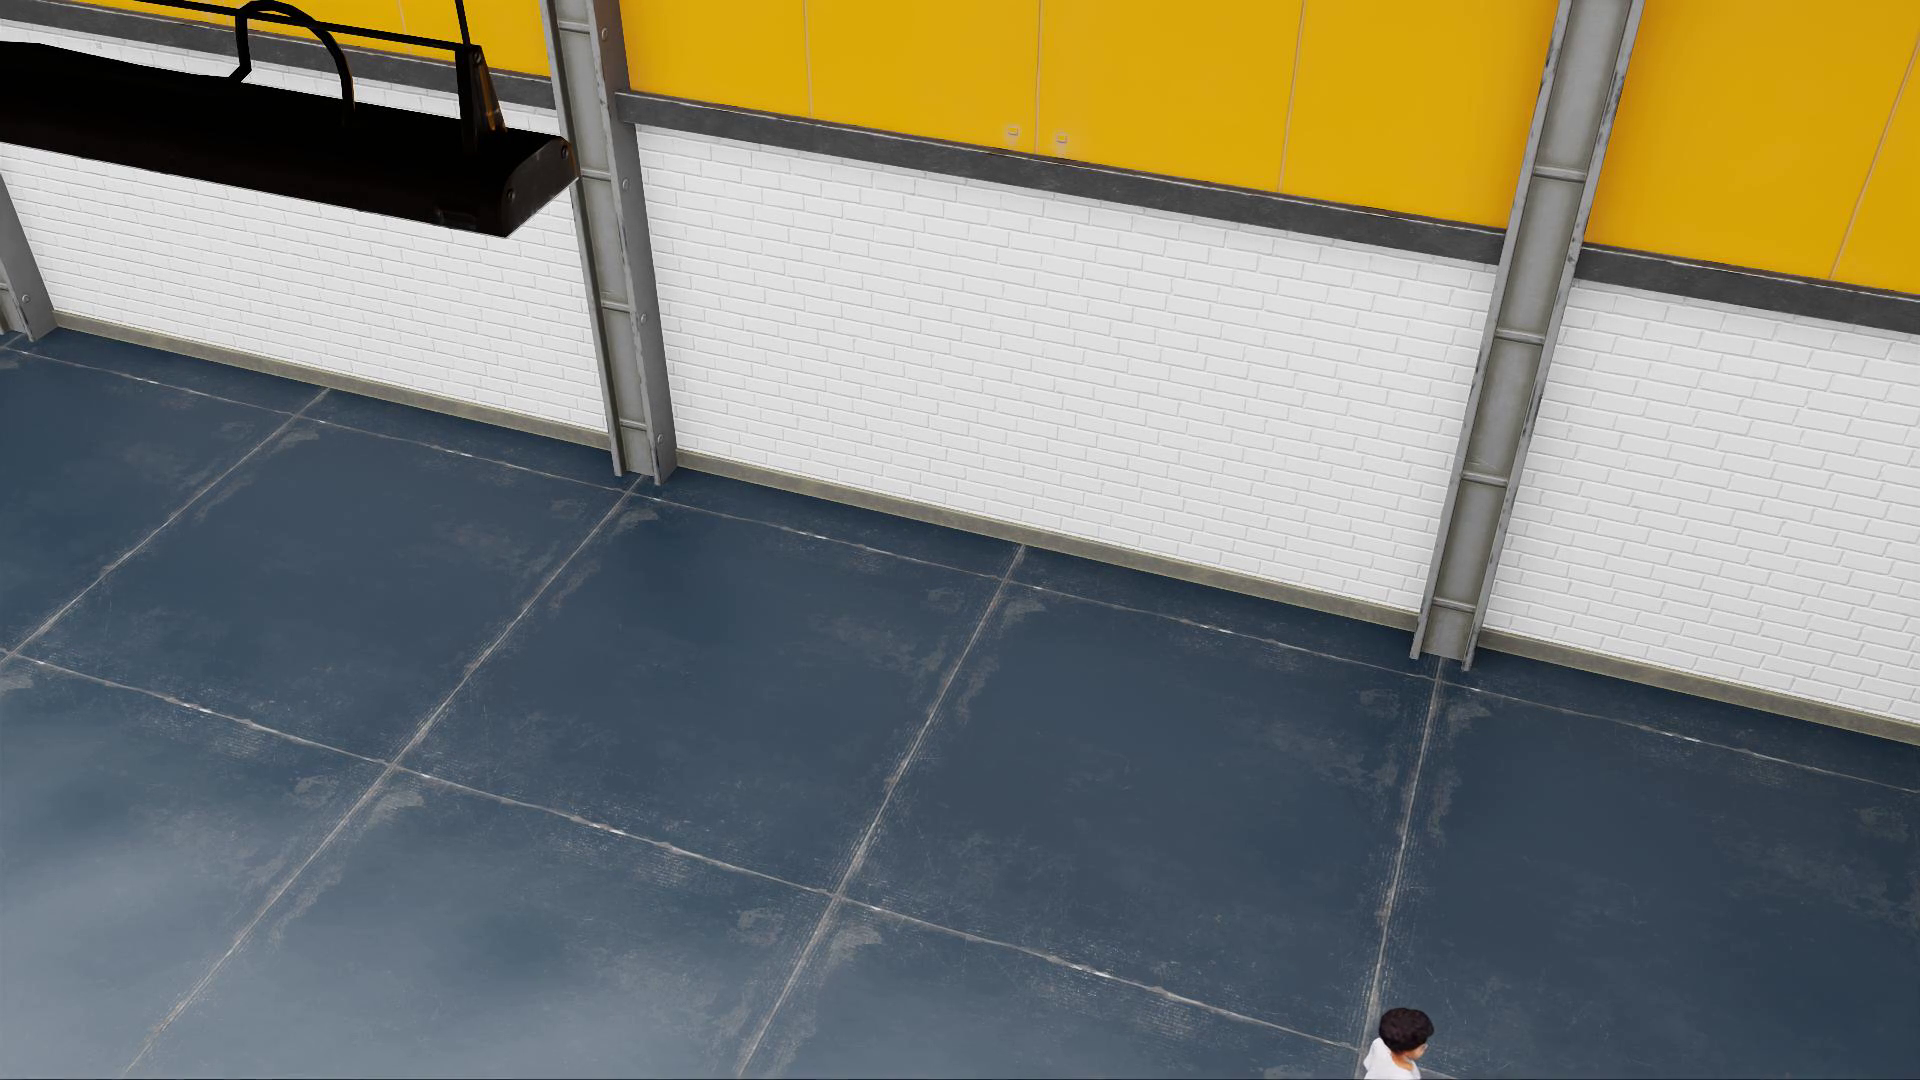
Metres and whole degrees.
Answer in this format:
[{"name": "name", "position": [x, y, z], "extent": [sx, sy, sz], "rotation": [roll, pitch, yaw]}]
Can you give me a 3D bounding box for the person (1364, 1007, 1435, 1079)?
[{"name": "person", "position": [1.989, 2.635, 7.764], "extent": [0.634, 1.257, 0.577], "rotation": [-15, 41, -18]}]
